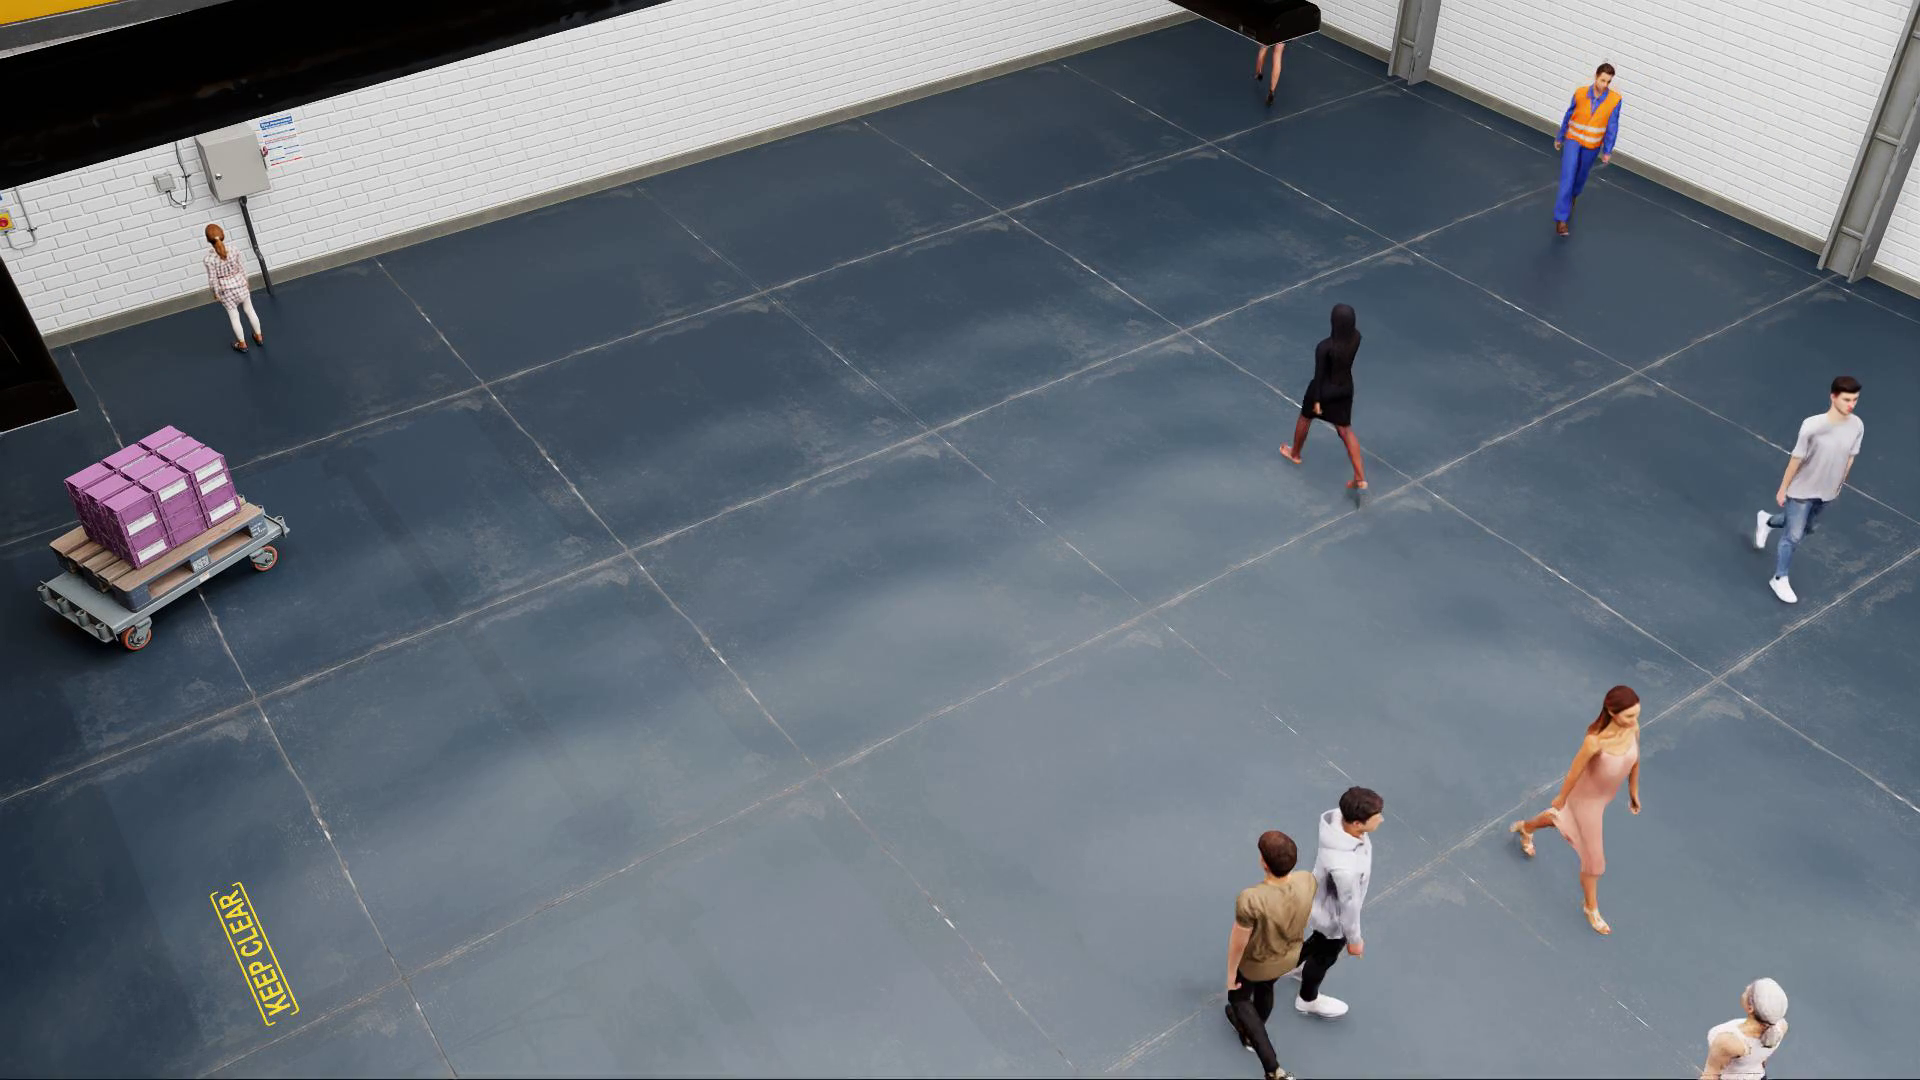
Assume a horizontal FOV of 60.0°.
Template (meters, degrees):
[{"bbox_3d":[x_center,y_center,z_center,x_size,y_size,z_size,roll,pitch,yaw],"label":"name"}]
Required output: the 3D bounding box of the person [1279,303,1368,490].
[{"bbox_3d":[3.135,-1.165,13.740,0.713,1.682,1.201,-18,42,-22],"label":"person"}]

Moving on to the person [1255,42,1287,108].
[{"bbox_3d":[3.770,-6.031,19.761,1.003,1.774,1.131,2,39,2],"label":"person"}]

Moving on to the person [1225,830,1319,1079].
[{"bbox_3d":[1.735,2.368,9.197,0.779,1.833,1.048,-15,41,-18],"label":"person"}]

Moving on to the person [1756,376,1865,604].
[{"bbox_3d":[6.464,-0.460,12.708,0.958,1.870,1.160,-6,39,-7],"label":"person"}]

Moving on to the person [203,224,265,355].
[{"bbox_3d":[-6.803,-2.362,15.535,0.577,1.313,0.568,31,48,32],"label":"person"}]

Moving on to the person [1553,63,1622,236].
[{"bbox_3d":[6.513,-4.157,17.385,1.285,1.810,1.291,13,40,16],"label":"person"}]

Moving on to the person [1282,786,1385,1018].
[{"bbox_3d":[2.044,2.078,9.492,0.910,1.917,0.853,5,39,7],"label":"person"}]

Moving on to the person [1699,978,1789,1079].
[{"bbox_3d":[4.026,2.942,8.601,0.750,1.679,1.043,-14,41,-17],"label":"person"}]

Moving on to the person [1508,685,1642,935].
[{"bbox_3d":[3.834,1.522,10.295,0.585,1.784,1.131,-22,43,-25],"label":"person"}]
